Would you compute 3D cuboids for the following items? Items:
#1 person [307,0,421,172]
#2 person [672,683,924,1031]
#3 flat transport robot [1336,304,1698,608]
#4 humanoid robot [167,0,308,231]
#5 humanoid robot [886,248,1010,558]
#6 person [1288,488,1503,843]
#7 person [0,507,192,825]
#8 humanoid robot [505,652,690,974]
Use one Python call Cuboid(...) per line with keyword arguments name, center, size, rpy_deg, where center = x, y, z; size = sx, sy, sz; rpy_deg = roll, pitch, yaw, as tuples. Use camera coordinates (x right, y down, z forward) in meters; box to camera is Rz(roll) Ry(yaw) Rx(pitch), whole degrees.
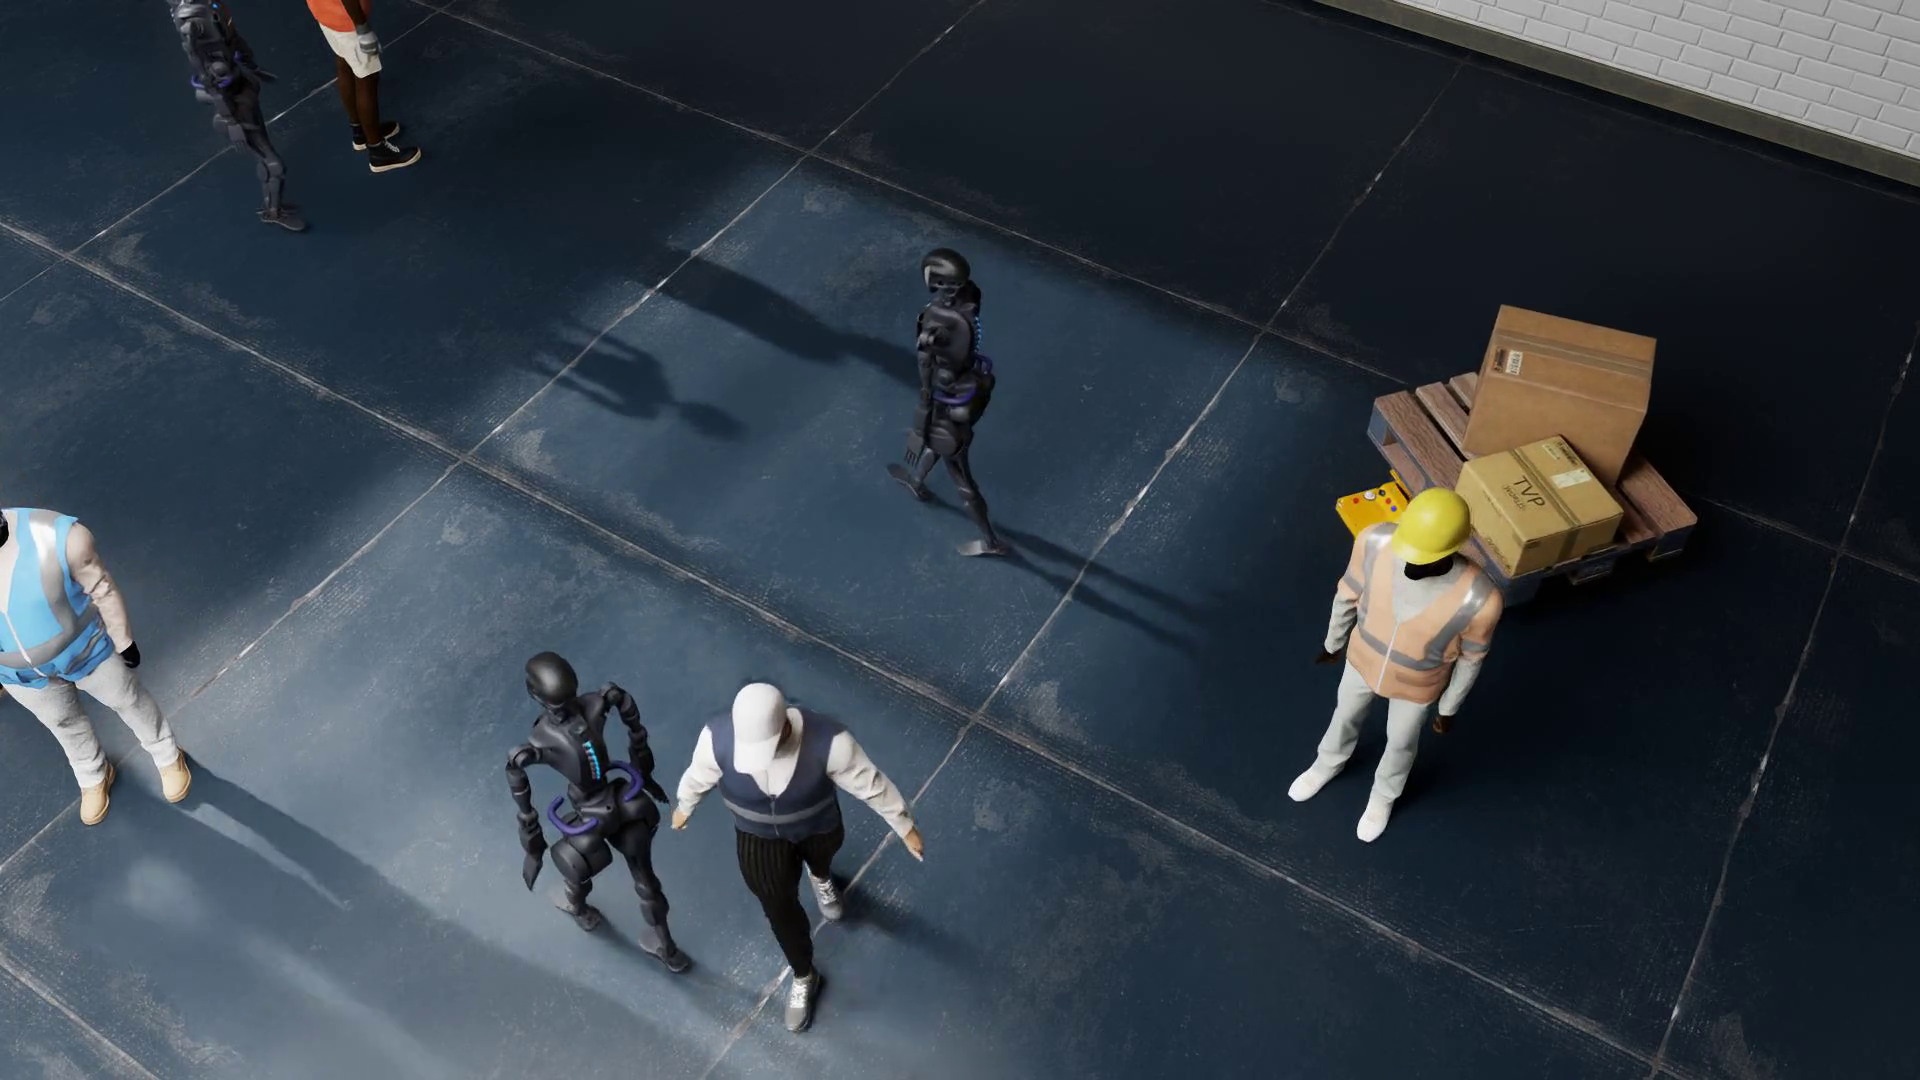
Cuboid(name="person", center=(-3.443, -2.987, 9.306), size=(0.367, 1.956, 0.604), rpy_deg=(-28, 54, -22))
Cuboid(name="person", center=(-0.583, 1.062, 5.920), size=(0.905, 1.713, 0.827), rpy_deg=(-3, 49, -3))
Cuboid(name="flat transport robot", center=(2.596, -0.155, 7.951), size=(1.431, 0.231, 0.659), rpy_deg=(-15, 51, -13))
Cuboid(name="humanoid robot", center=(-3.913, -2.431, 9.008), size=(0.346, 1.650, 0.598), rpy_deg=(-2, 49, -2))
Cuboid(name="humanoid robot", center=(-0.067, -0.635, 7.458), size=(0.750, 1.625, 0.584), rpy_deg=(19, 52, 16))
Cuboid(name="person", center=(1.637, 0.485, 6.292), size=(0.592, 1.924, 0.379), rpy_deg=(31, 56, 24))
Cuboid(name="person", center=(-3.483, 0.431, 6.395), size=(0.625, 1.844, 0.429), rpy_deg=(-14, 50, -12))
Cuboid(name="humanoid robot", center=(-1.337, 1.003, 6.013), size=(0.645, 1.634, 0.602), rpy_deg=(36, 58, 27))
